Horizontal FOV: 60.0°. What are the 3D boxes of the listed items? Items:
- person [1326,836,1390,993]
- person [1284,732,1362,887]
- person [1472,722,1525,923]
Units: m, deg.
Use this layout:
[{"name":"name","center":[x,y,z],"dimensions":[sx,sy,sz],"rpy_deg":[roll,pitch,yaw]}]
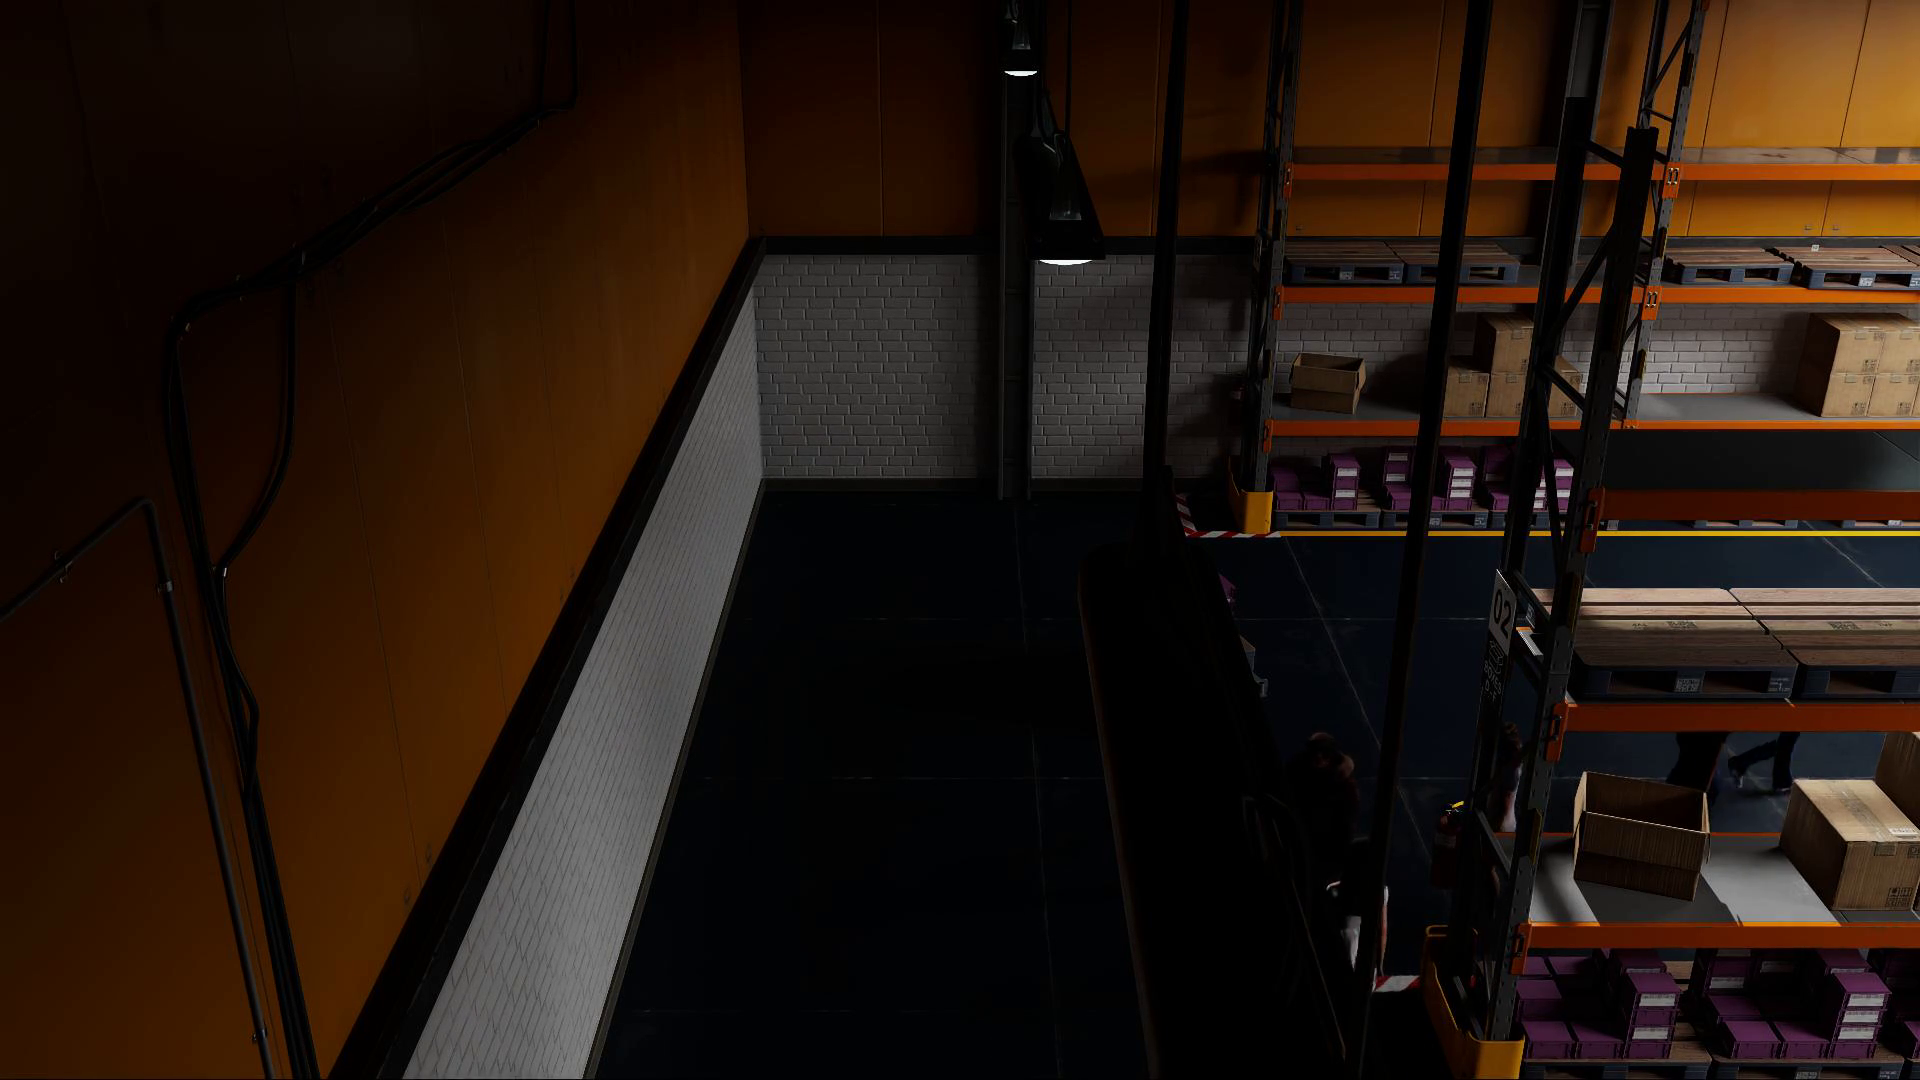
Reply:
[{"name":"person","center":[2.416,2.655,10.201],"dimensions":[0.774,1.761,0.754],"rpy_deg":[-4,24,-8]},{"name":"person","center":[2.436,2.097,11.406],"dimensions":[1.134,1.819,1.075],"rpy_deg":[-21,31,-39]},{"name":"person","center":[3.853,2.009,11.752],"dimensions":[0.585,1.703,0.622],"rpy_deg":[2,24,4]}]
